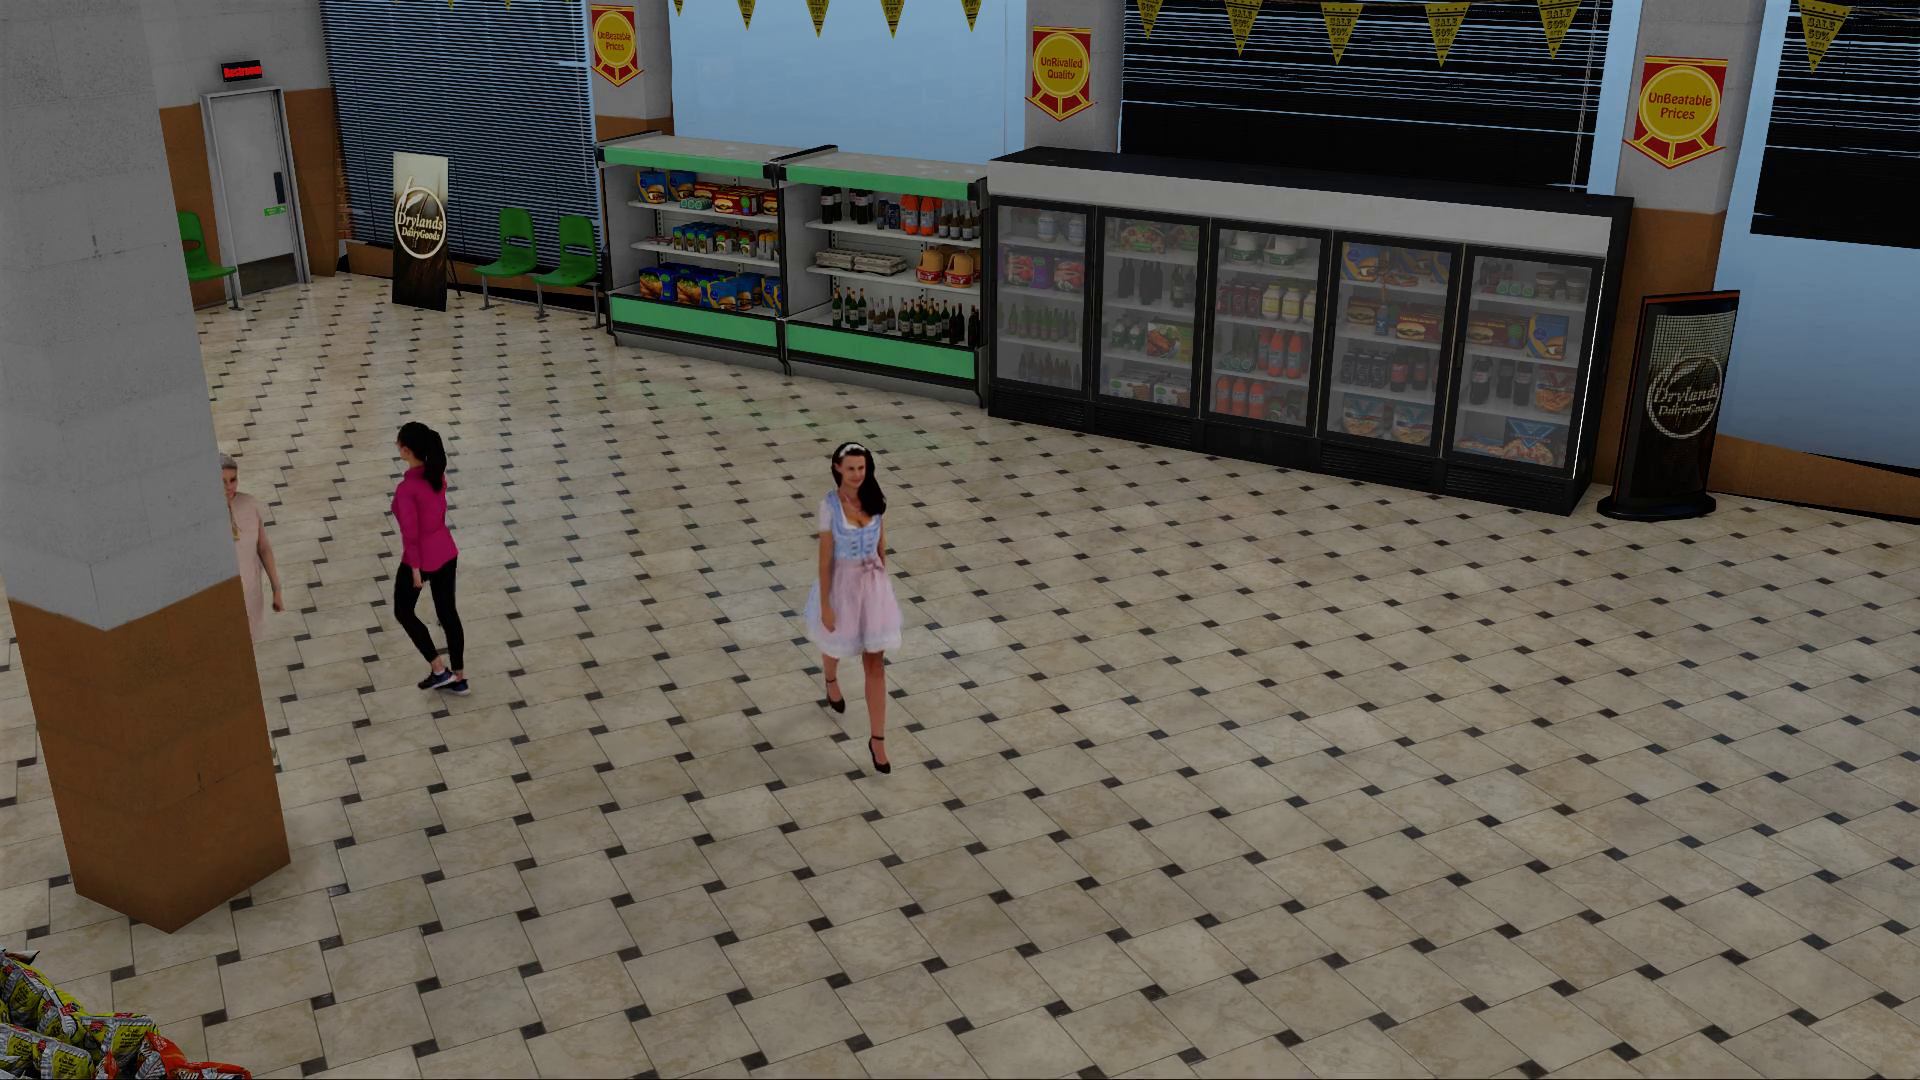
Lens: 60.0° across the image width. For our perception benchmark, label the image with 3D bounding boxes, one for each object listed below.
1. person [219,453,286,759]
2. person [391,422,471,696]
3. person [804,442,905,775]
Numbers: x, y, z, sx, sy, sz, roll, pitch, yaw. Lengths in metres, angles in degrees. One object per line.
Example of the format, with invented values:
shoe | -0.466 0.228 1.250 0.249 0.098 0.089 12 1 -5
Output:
person | -4.064 0.319 9.227 0.774 1.707 1.030 -20 29 -40
person | -3.018 0.142 9.697 0.636 1.685 0.618 8 23 20
person | -0.638 0.315 9.159 1.097 1.766 1.255 -9 24 -22
